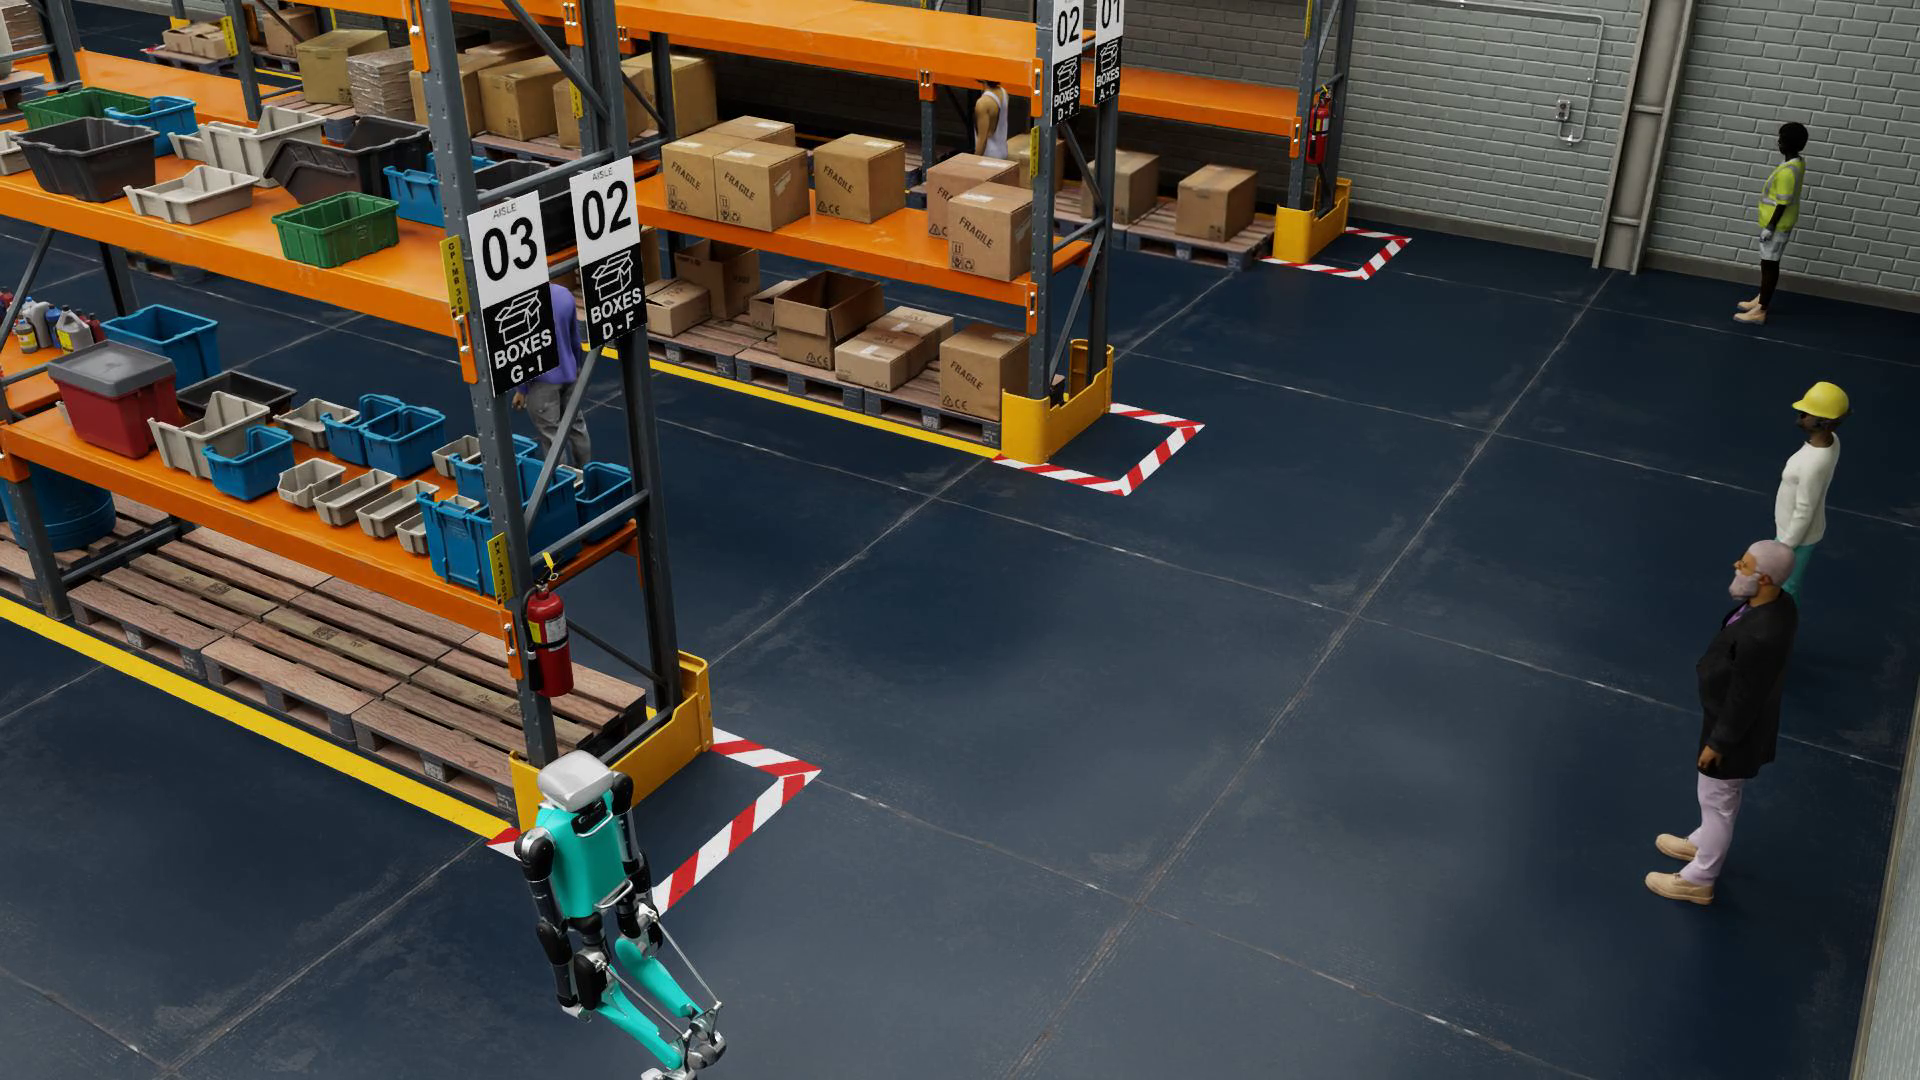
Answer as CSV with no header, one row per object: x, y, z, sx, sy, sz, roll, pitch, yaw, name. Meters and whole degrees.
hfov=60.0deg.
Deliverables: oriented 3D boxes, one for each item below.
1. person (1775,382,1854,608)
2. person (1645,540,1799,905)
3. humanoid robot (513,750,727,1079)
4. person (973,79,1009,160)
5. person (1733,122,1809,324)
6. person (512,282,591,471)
4.587,-0.045,9.175,0.312,1.769,0.523,17,33,27,person
3.495,0.827,7.520,0.408,1.856,0.532,17,33,27,person
-1.170,1.575,6.162,0.735,1.677,0.533,16,33,27,humanoid robot
0.245,-3.538,15.344,0.373,1.863,0.515,17,33,27,person
6.822,-2.647,13.918,0.319,1.692,0.532,17,33,27,person
-2.681,-1.044,10.936,0.395,1.799,0.592,17,33,27,person
